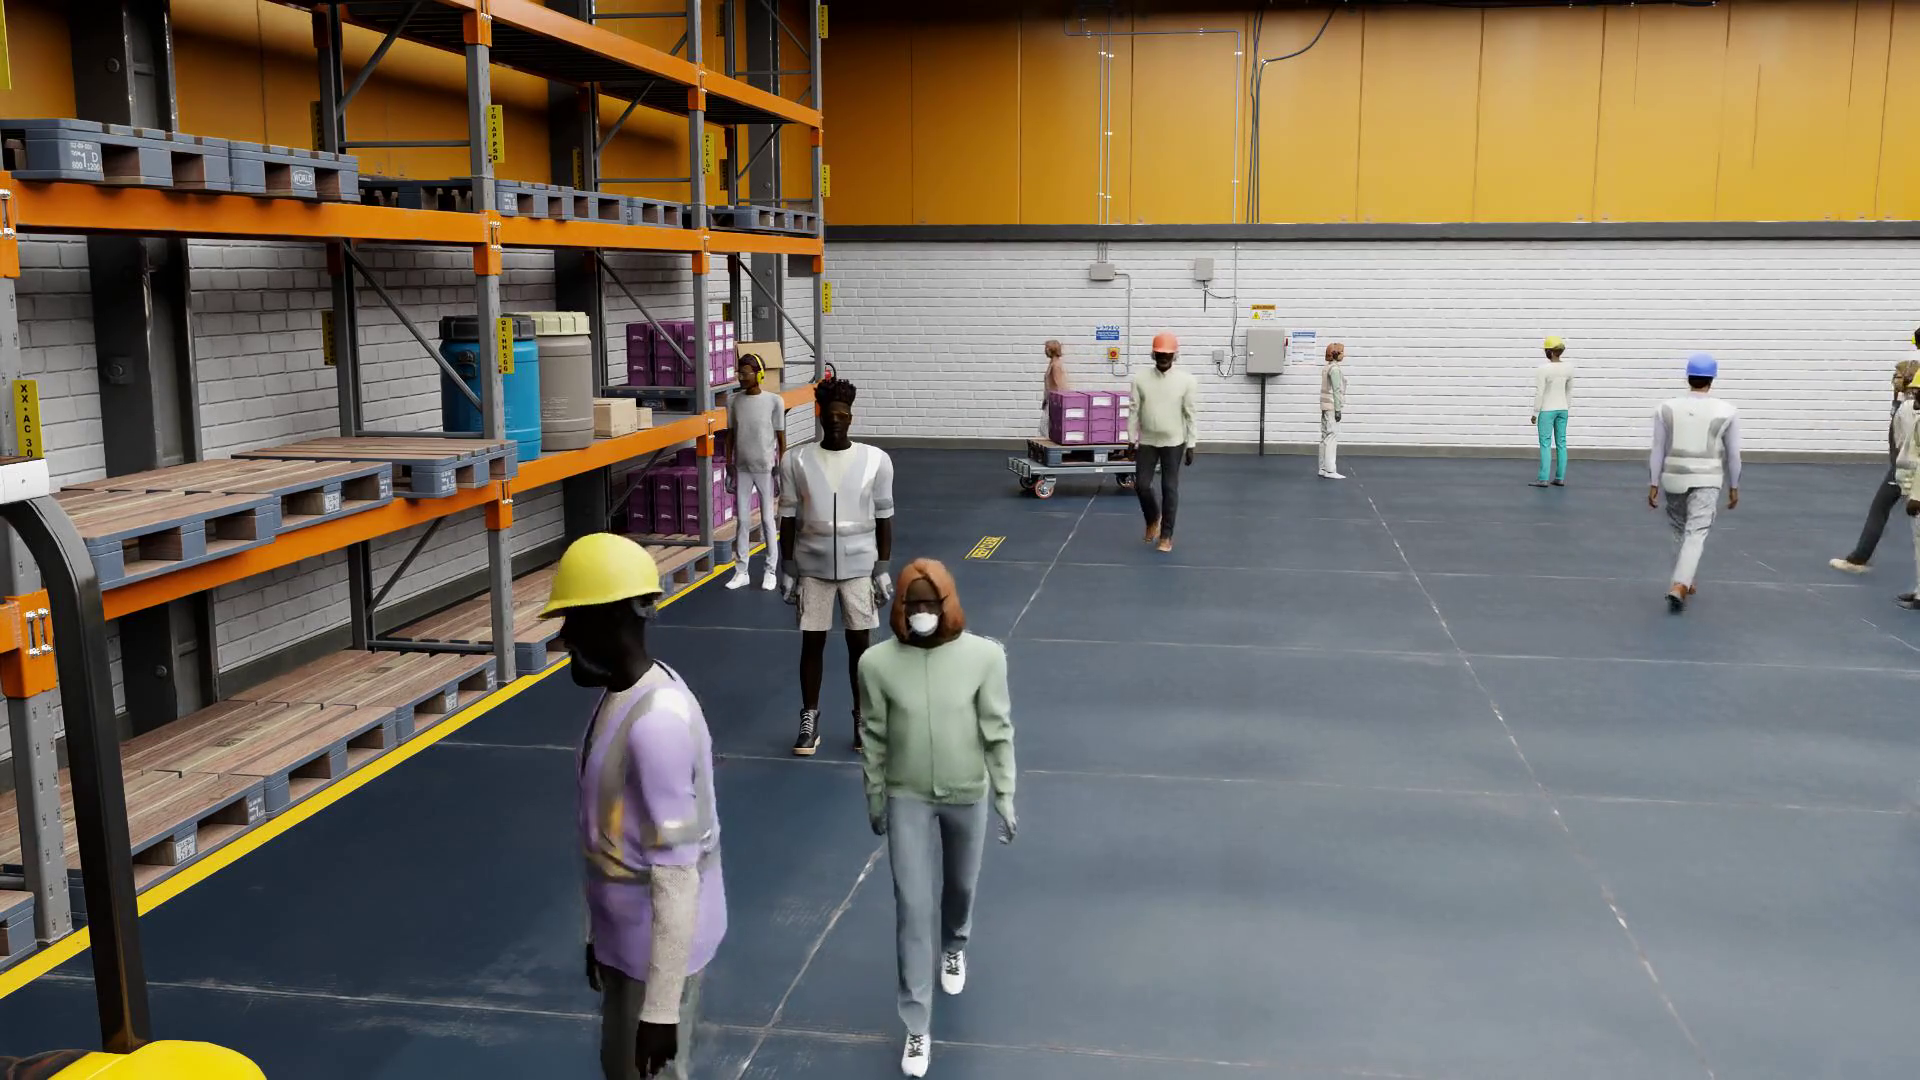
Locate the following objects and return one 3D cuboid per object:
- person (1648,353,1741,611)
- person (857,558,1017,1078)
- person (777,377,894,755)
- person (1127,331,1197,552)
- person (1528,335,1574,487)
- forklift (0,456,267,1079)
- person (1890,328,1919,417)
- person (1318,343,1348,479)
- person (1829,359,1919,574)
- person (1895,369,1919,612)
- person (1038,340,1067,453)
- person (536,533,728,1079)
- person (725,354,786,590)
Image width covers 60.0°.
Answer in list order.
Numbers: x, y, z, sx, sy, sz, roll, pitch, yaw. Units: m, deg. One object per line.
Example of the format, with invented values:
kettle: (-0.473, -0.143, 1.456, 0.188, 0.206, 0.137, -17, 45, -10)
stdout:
person: (5.459, -0.434, 12.405, 0.629, 1.909, 0.984, 7, 12, 37)
person: (-0.079, 0.832, 5.483, 0.506, 1.599, 0.821, 0, 9, -2)
person: (-0.644, 0.138, 8.626, 0.608, 1.966, 0.364, -1, 9, -4)
person: (1.798, -0.876, 14.840, 0.642, 1.973, 0.426, 3, 10, 17)
person: (6.856, -1.489, 19.276, 0.525, 1.770, 0.306, -4, 10, -21)
forklift: (-2.328, 0.975, 2.765, 2.313, 2.155, 1.214, 1, 9, 9)
person: (11.238, -1.575, 19.547, 0.516, 1.856, 0.317, 4, 10, 25)
person: (4.503, -1.561, 20.112, 0.306, 1.640, 0.521, 0, 9, -2)
person: (7.712, -0.563, 13.510, 0.513, 1.800, 0.982, -7, 12, -37)
person: (7.113, -0.381, 12.252, 0.403, 1.829, 0.597, 9, 13, 43)
person: (1.186, -1.754, 21.347, 0.377, 1.623, 0.519, 1, 9, 6)
person: (-0.735, 0.942, 3.912, 0.438, 1.904, 0.638, -3, 10, -19)
person: (-1.611, -0.531, 13.070, 0.514, 1.866, 0.332, 2, 9, 13)
